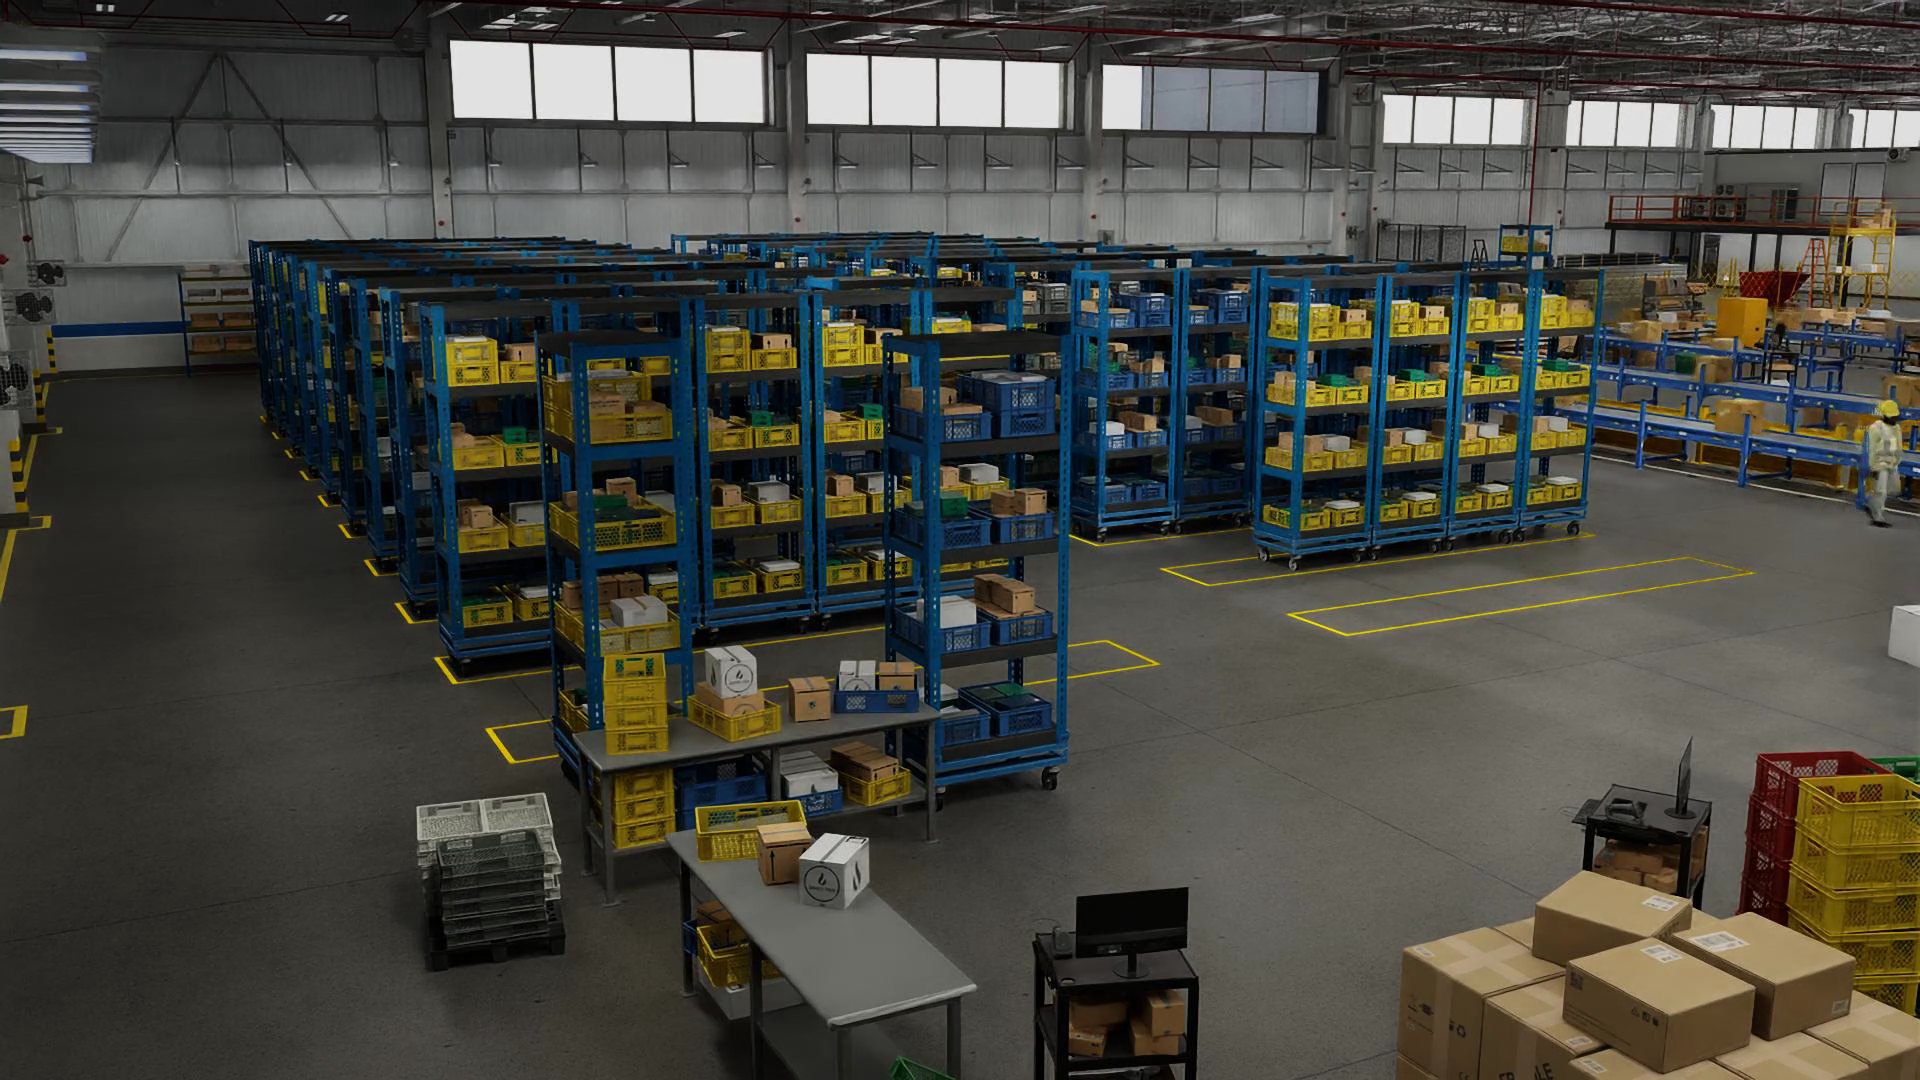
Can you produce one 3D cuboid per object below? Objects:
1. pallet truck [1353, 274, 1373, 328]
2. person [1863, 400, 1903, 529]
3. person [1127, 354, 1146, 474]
[{"bbox_3d":[13.011,-8.050,55.243,0.823,1.965,1.885,-7,14,-28],"label":"pallet truck"},{"bbox_3d":[12.744,-1.046,22.930,0.594,1.804,0.422,-6,14,-27],"label":"person"},{"bbox_3d":[2.721,-1.997,26.848,0.524,2.029,0.636,-5,13,-24],"label":"person"}]
